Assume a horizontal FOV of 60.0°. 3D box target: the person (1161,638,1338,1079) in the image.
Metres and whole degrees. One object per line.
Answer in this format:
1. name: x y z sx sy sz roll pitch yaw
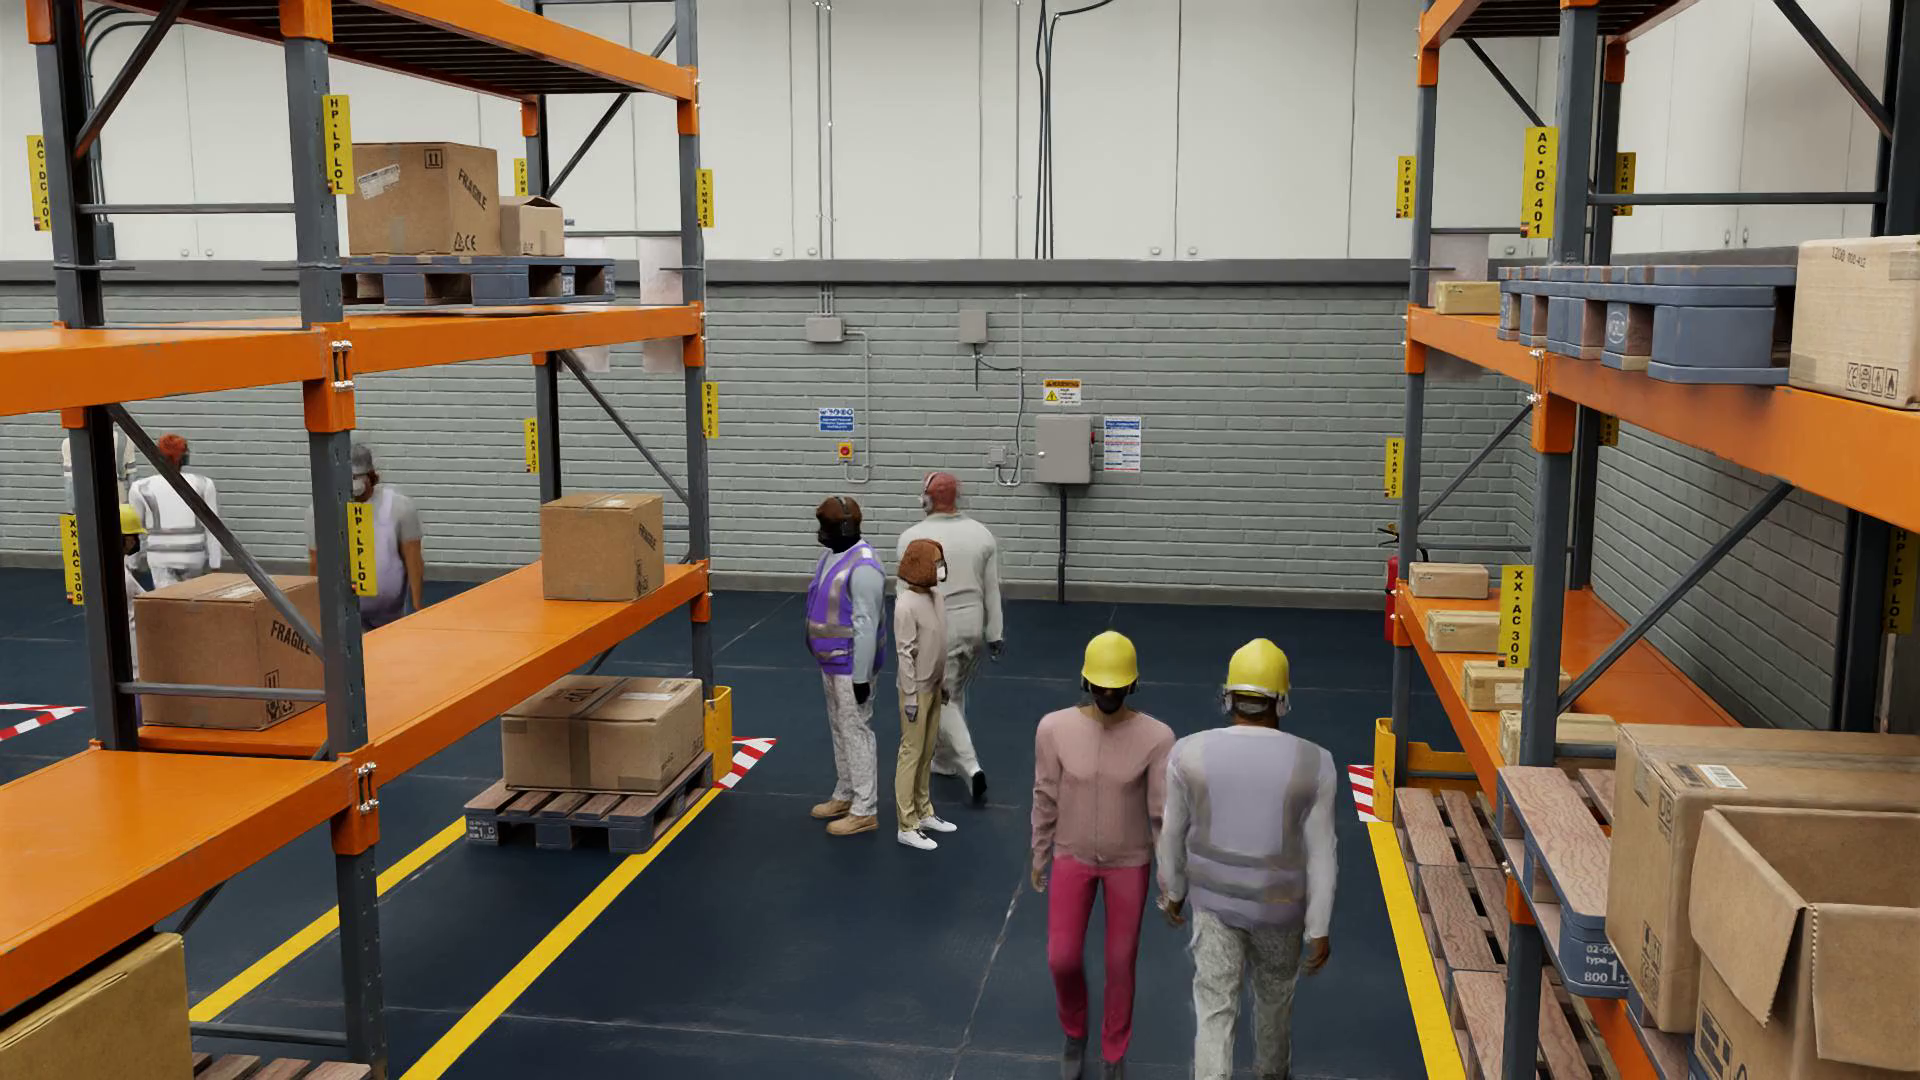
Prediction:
1. person: 0.993 1.221 5.766 0.613 1.783 0.925 3 10 17

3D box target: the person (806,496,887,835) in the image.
1. person: -0.618 0.670 9.018 0.430 1.836 0.633 -4 10 -21

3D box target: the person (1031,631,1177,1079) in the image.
1. person: 0.526 1.183 6.065 0.543 1.751 0.366 1 9 7

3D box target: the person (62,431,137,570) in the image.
1. person: -7.705 -0.339 14.936 0.595 1.925 0.374 -7 11 -35

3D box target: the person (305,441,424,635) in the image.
1. person: -3.790 0.304 10.623 0.689 2.000 1.036 -3 10 -20

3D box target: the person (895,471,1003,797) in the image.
1. person: -0.025 0.544 9.663 0.650 1.877 0.827 -7 11 -36

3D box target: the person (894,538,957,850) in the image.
1. person: -0.190 0.799 8.813 0.284 1.636 0.500 3 10 20

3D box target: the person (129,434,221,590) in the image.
1. person: -5.741 0.147 12.145 0.590 1.851 0.845 -6 11 -32
